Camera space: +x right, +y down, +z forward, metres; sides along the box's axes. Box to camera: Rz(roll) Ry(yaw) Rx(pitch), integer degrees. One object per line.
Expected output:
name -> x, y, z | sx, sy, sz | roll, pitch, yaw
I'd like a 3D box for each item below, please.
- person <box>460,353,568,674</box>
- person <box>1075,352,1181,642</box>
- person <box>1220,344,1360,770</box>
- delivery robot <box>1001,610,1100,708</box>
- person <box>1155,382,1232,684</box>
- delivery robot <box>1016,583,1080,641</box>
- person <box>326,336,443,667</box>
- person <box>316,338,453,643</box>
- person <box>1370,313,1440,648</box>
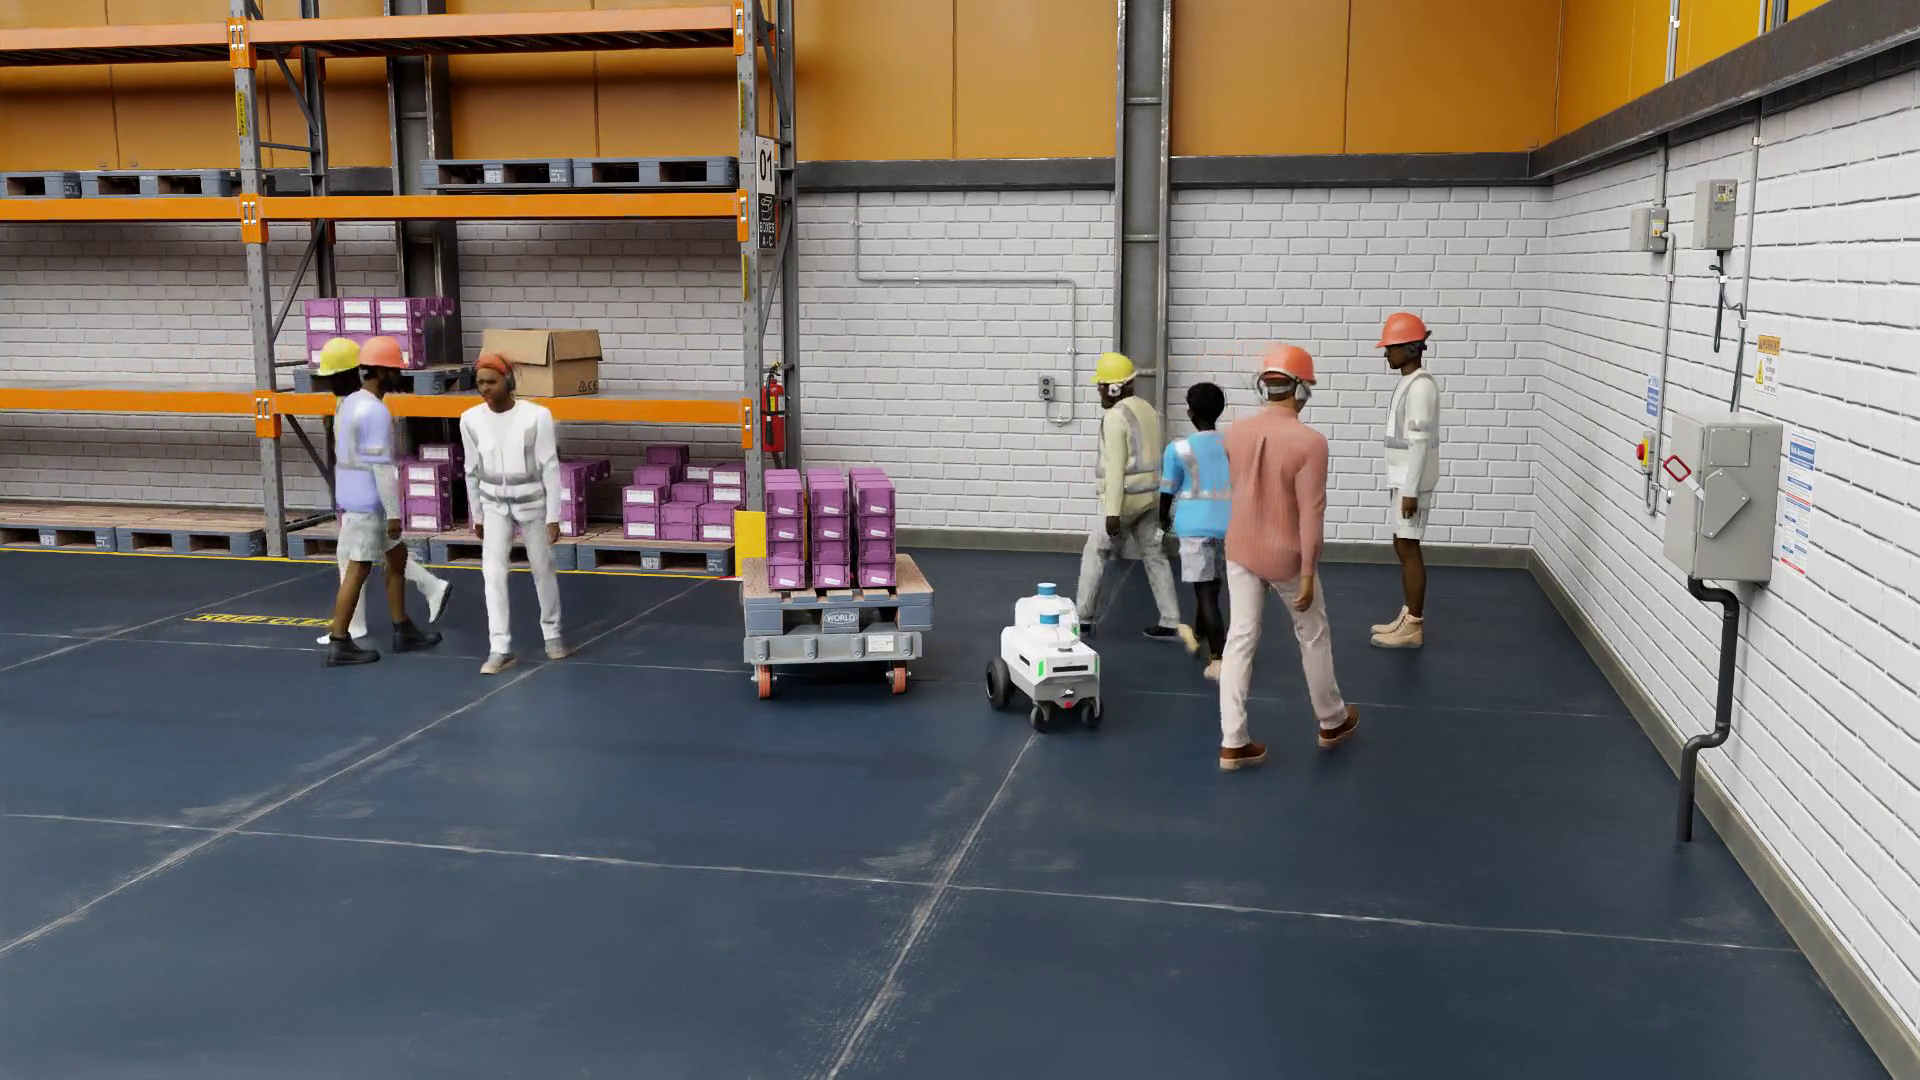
person -> -2.554, -0.169, 9.610 | 0.582, 1.834, 0.695 | 1, 9, 4
person -> 0.952, -0.252, 10.213 | 0.911, 1.776, 0.645 | 6, 11, 32
person -> 1.545, 0.064, 7.808 | 0.611, 1.936, 1.010 | 9, 13, 42
delivery robot -> 0.454, 0.603, 8.460 | 0.477, 0.478, 0.707 | -2, 10, -14
person -> 1.352, -0.065, 9.426 | 0.538, 1.650, 0.856 | -4, 10, -21
delivery robot -> 0.480, 0.481, 9.194 | 0.477, 0.478, 0.707 | 0, 9, 1
person -> -3.365, -0.227, 9.695 | 0.825, 1.898, 0.555 | -6, 11, -31
person -> -3.585, -0.310, 10.263 | 0.793, 1.882, 0.636 | -5, 11, -26
person -> 2.696, -0.359, 10.117 | 0.410, 2.033, 0.609 | 1, 9, 6
